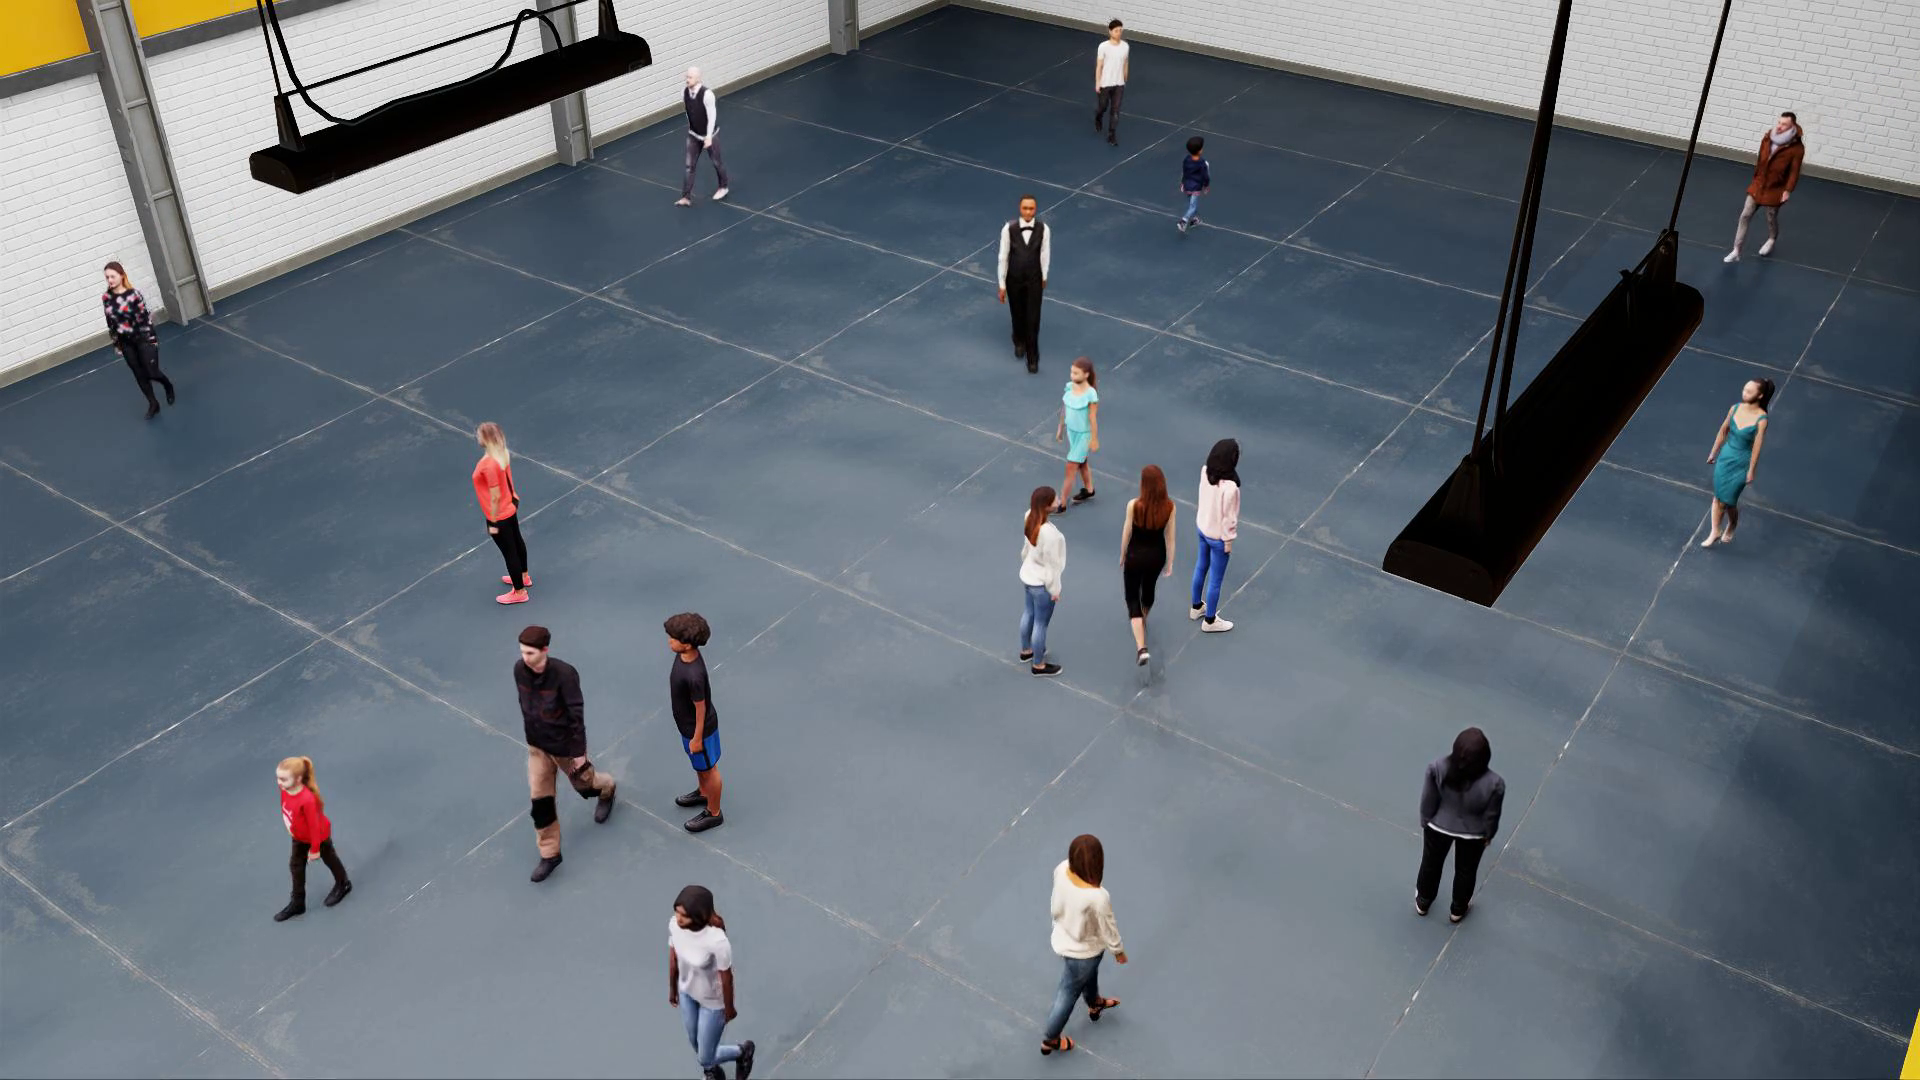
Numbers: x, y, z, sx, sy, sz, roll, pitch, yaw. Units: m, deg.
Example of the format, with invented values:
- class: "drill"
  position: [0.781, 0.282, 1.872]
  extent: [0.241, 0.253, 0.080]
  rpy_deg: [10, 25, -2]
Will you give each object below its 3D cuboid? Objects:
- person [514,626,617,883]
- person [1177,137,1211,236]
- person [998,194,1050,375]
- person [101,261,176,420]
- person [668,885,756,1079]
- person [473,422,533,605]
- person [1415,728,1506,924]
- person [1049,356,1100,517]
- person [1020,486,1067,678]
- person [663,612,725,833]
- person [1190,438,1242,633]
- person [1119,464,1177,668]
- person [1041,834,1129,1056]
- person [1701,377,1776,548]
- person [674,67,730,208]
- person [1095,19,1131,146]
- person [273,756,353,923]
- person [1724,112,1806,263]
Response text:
- class: "person"
  position: [-2.699, 1.351, 11.368]
  extent: [0.968, 1.895, 1.294]
  rpy_deg: [8, 35, 12]
- class: "person"
  position: [2.877, -4.384, 20.618]
  extent: [0.588, 1.207, 0.830]
  rpy_deg: [27, 42, 34]
- class: "person"
  position: [0.662, -2.782, 17.596]
  extent: [1.068, 1.884, 1.219]
  rpy_deg: [1, 34, 2]
- class: "person"
  position: [-8.223, -2.038, 16.664]
  extent: [0.725, 1.678, 0.780]
  rpy_deg: [2, 34, 3]
- class: "person"
  position: [-1.427, 2.601, 9.657]
  extent: [0.603, 1.709, 0.689]
  rpy_deg: [24, 40, 31]
- class: "person"
  position: [-3.833, -0.246, 13.953]
  extent: [0.739, 1.693, 0.650]
  rpy_deg: [-1, 34, -1]
- class: "person"
  position: [3.258, 1.851, 10.885]
  extent: [0.721, 1.597, 0.721]
  rpy_deg: [14, 36, 19]
- class: "person"
  position: [1.156, -0.988, 15.213]
  extent: [0.963, 1.535, 0.752]
  rpy_deg: [-21, 39, -28]
- class: "person"
  position: [0.634, 0.311, 13.117]
  extent: [0.730, 1.691, 0.711]
  rpy_deg: [-12, 36, -18]
- class: "person"
  position: [-1.836, 1.248, 11.610]
  extent: [0.746, 1.799, 0.706]
  rpy_deg: [-11, 35, -16]
- class: "person"
  position: [2.084, -0.056, 13.599]
  extent: [0.740, 1.769, 0.723]
  rpy_deg: [-12, 35, -17]
- class: "person"
  position: [1.481, 0.210, 13.258]
  extent: [1.030, 1.704, 1.137]
  rpy_deg: [-3, 34, -5]
- class: "person"
  position: [0.628, 2.452, 9.923]
  extent: [0.978, 1.661, 0.851]
  rpy_deg: [-15, 36, -21]
- class: "person"
  position: [6.862, -0.670, 14.603]
  extent: [0.753, 1.679, 0.710]
  rpy_deg: [-15, 36, -21]
- class: "person"
  position: [-3.213, -5.173, 21.289]
  extent: [0.794, 1.778, 1.195]
  rpy_deg: [16, 37, 22]
- class: "person"
  position: [2.092, -6.424, 23.230]
  extent: [0.933, 1.712, 0.980]
  rpy_deg: [-7, 34, -11]
- class: "person"
  position: [-4.278, 1.924, 11.074]
  extent: [0.525, 1.267, 0.762]
  rpy_deg: [19, 38, 26]
- class: "person"
  position: [9.682, -4.194, 19.796]
  extent: [1.200, 1.802, 0.913]
  rpy_deg: [-24, 40, -31]
